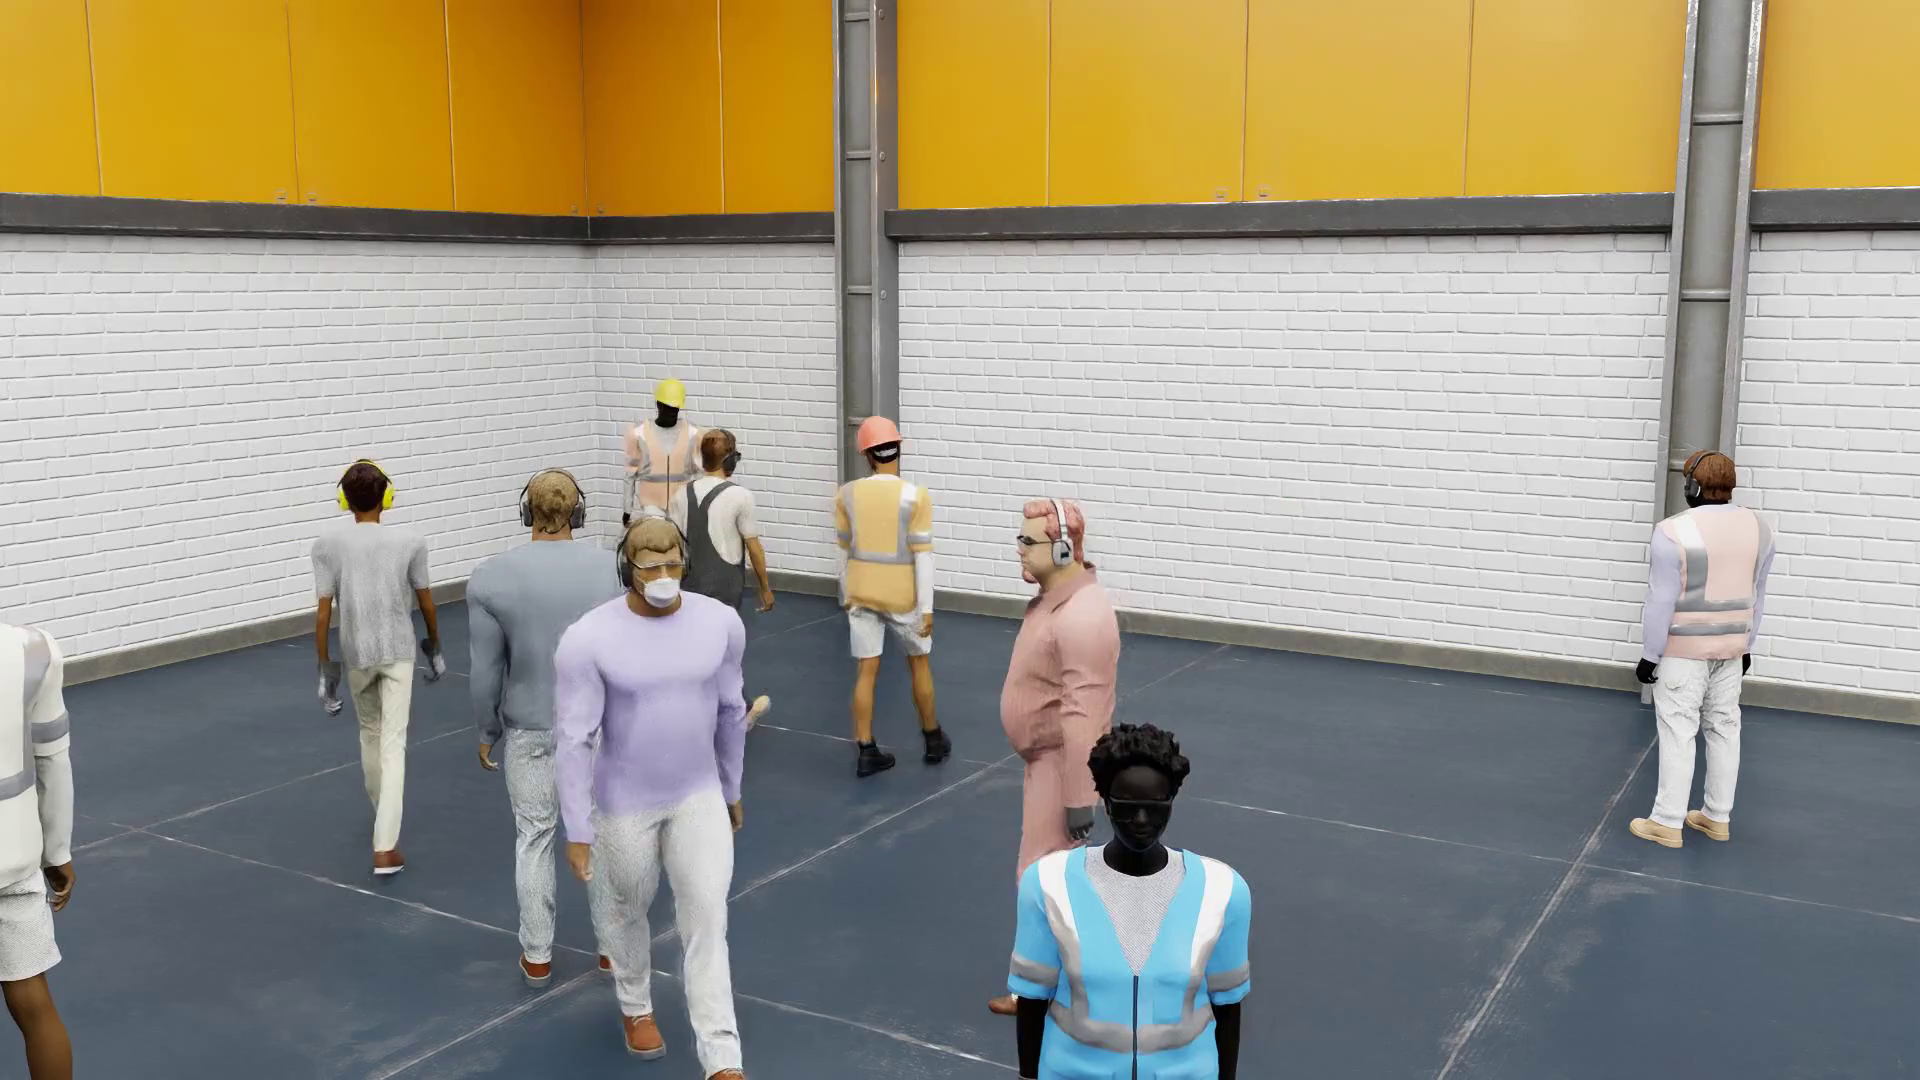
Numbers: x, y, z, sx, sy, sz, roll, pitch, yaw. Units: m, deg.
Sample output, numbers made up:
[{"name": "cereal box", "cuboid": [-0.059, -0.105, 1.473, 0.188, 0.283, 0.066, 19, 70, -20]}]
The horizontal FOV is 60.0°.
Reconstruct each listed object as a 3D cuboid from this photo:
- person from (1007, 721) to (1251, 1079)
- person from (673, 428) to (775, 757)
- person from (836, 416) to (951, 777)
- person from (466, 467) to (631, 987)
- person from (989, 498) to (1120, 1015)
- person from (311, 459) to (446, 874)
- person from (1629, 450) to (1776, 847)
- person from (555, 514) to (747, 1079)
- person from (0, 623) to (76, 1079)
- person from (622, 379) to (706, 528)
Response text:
[{"name": "person", "cuboid": [0.368, 1.224, 3.645, 0.533, 1.699, 0.318, 0, 9, 1]}, {"name": "person", "cuboid": [-1.289, 0.284, 9.200, 0.498, 1.792, 0.940, 6, 11, 33]}, {"name": "person", "cuboid": [-0.349, 0.283, 8.916, 0.570, 1.893, 0.744, 3, 10, 18]}, {"name": "person", "cuboid": [-1.487, 0.696, 6.196, 0.633, 1.938, 0.356, -2, 9, -12]}, {"name": "person", "cuboid": [0.399, 0.785, 5.800, 0.520, 1.890, 0.646, 0, 9, -2]}, {"name": "person", "cuboid": [-2.631, 0.544, 7.544, 0.517, 1.821, 0.997, -1, 9, -8]}, {"name": "person", "cuboid": [3.410, 0.503, 7.704, 0.625, 1.844, 0.429, -3, 10, -17]}, {"name": "person", "cuboid": [-0.950, 0.863, 5.308, 0.658, 1.881, 1.023, -4, 10, -25]}, {"name": "person", "cuboid": [-2.759, 0.902, 4.584, 0.386, 2.041, 0.615, 5, 10, 29]}, {"name": "person", "cuboid": [-2.234, -0.285, 12.569, 0.629, 1.870, 1.018, -3, 10, -20]}]
